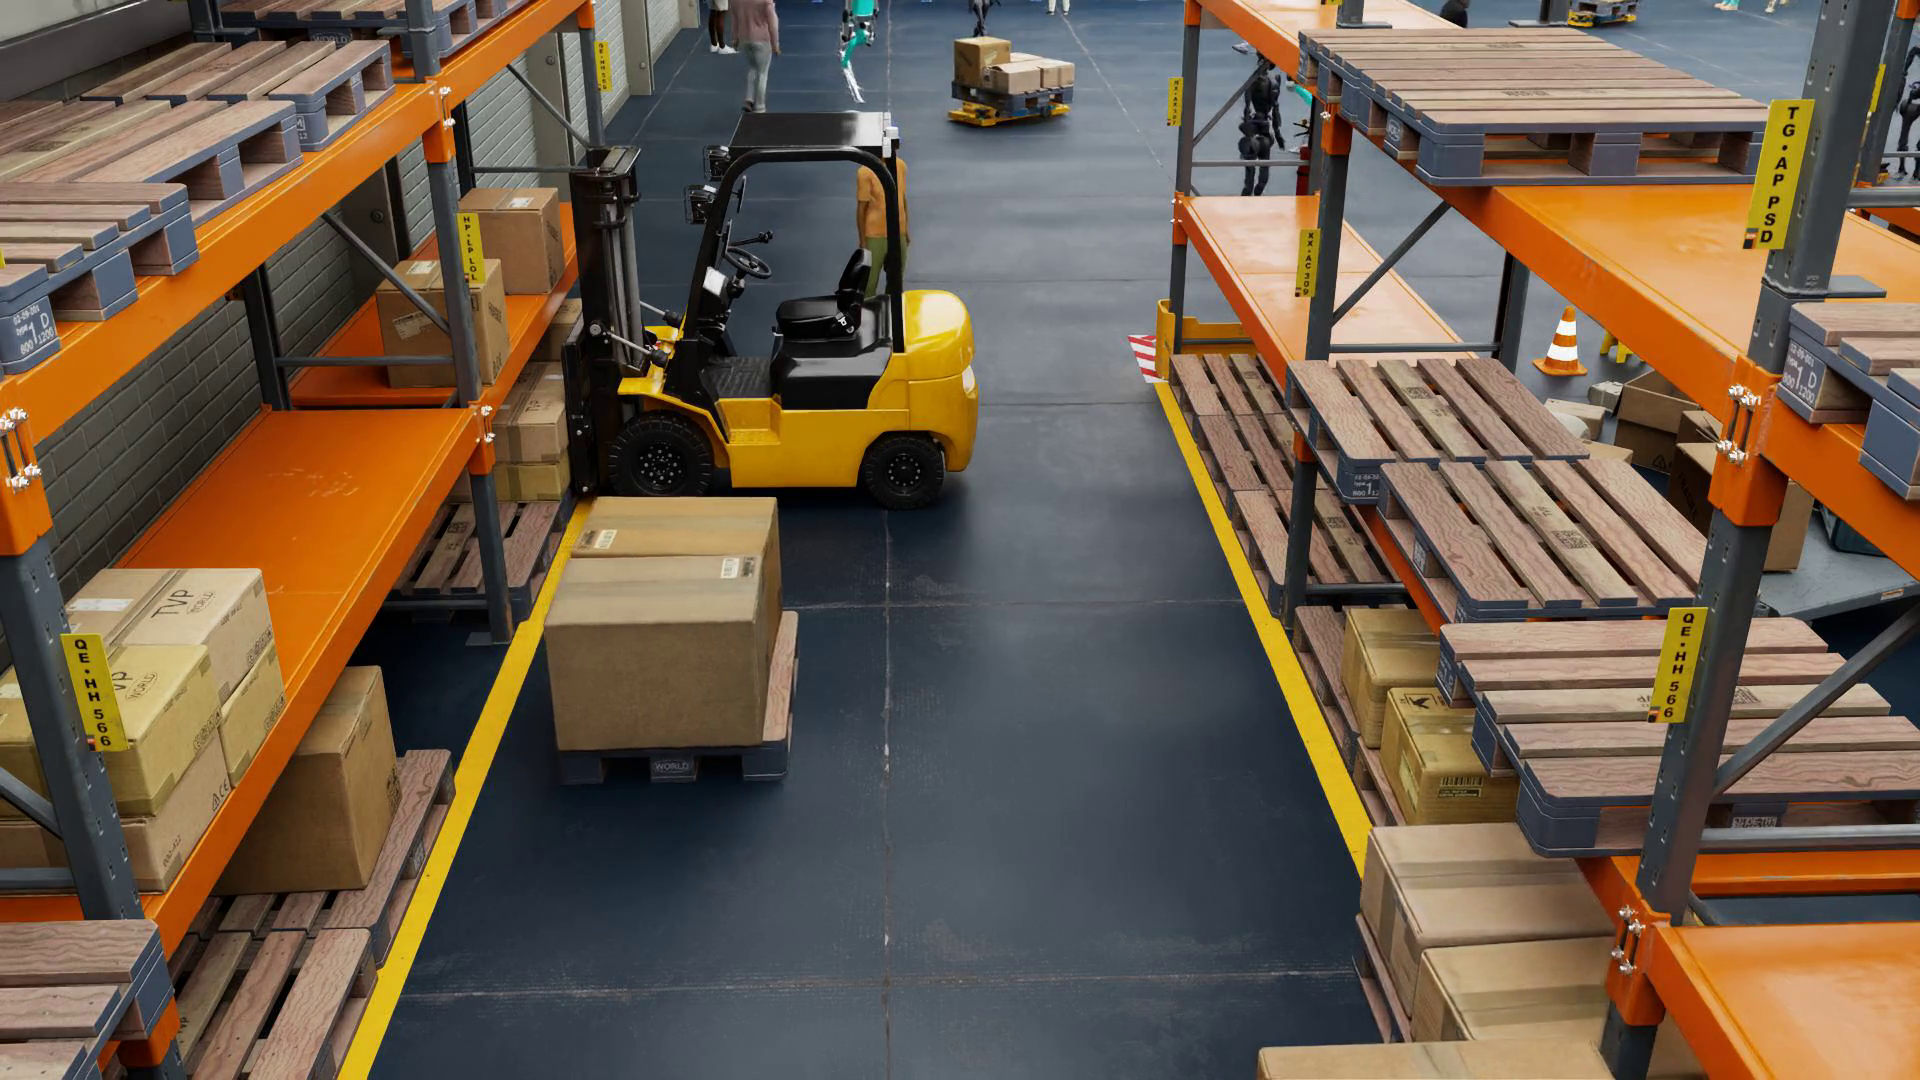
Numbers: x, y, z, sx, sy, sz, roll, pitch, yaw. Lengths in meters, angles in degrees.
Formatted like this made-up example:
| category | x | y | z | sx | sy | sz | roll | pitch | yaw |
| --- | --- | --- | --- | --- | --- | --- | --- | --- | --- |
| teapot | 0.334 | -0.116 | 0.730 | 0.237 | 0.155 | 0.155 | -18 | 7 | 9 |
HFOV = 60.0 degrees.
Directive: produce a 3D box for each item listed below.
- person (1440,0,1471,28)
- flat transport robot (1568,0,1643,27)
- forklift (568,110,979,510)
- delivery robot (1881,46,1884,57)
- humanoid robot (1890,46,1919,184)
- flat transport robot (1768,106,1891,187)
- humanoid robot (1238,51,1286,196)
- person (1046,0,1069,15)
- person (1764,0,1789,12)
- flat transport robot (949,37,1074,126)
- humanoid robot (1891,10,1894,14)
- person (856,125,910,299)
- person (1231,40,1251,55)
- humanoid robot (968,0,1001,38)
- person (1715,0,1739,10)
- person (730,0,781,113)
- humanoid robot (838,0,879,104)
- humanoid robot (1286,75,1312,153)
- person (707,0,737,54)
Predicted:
| category | x | y | z | sx | sy | sz | roll | pitch | yaw |
| --- | --- | --- | --- | --- | --- | --- | --- | --- | --- |
| person | 5.613 | -5.587 | 19.327 | 0.734 | 1.810 | 0.557 | 2 | 25 | 4 |
| flat transport robot | 10.632 | -8.792 | 27.921 | 1.431 | 0.231 | 0.659 | -16 | 30 | -30 |
| forklift | -1.043 | -1.379 | 9.976 | 2.313 | 2.155 | 1.214 | -1 | 25 | -2 |
| delivery robot | 13.176 | -7.292 | 24.434 | 0.807 | 0.613 | 0.499 | -15 | 29 | -29 |
| humanoid robot | 10.062 | -4.565 | 17.367 | 0.409 | 1.660 | 0.584 | -21 | 33 | -38 |
| flat transport robot | 9.086 | -4.003 | 17.781 | 1.431 | 0.231 | 0.659 | 21 | 32 | 37 |
| humanoid robot | 2.848 | -3.880 | 15.879 | 0.360 | 1.654 | 0.602 | 22 | 33 | 39 |
| person | 1.707 | -9.977 | 28.691 | 0.560 | 1.751 | 0.323 | -3 | 25 | -7 |
| person | 14.443 | -10.178 | 29.015 | 0.531 | 1.858 | 0.667 | 23 | 33 | 39 |
| flat transport robot | 0.618 | -5.363 | 20.661 | 1.431 | 0.231 | 0.659 | -19 | 31 | -35 |
| humanoid robot | 16.307 | -9.869 | 28.580 | 0.616 | 1.626 | 0.684 | -22 | 33 | -39 |
| person | -0.550 | -2.252 | 12.387 | 0.443 | 1.711 | 0.378 | -18 | 31 | -33 |
| person | 4.495 | -8.127 | 24.715 | 0.934 | 1.796 | 0.591 | -5 | 26 | -11 |
| humanoid robot | 0.349 | -8.228 | 25.148 | 0.602 | 1.622 | 0.796 | -21 | 32 | -37 |
| person | 13.677 | -10.300 | 29.205 | 0.378 | 1.913 | 0.492 | -1 | 25 | -1 |
| person | -2.459 | -6.076 | 20.234 | 0.654 | 1.922 | 0.462 | 15 | 29 | 28 |
| humanoid robot | -1.410 | -6.550 | 21.496 | 0.530 | 1.763 | 0.919 | -19 | 31 | -34 |
| humanoid robot | 3.932 | -5.166 | 18.551 | 0.766 | 1.784 | 0.576 | 13 | 28 | 26 |
| person | -3.634 | -8.270 | 24.909 | 0.377 | 1.899 | 0.544 | -15 | 29 | -29 |
